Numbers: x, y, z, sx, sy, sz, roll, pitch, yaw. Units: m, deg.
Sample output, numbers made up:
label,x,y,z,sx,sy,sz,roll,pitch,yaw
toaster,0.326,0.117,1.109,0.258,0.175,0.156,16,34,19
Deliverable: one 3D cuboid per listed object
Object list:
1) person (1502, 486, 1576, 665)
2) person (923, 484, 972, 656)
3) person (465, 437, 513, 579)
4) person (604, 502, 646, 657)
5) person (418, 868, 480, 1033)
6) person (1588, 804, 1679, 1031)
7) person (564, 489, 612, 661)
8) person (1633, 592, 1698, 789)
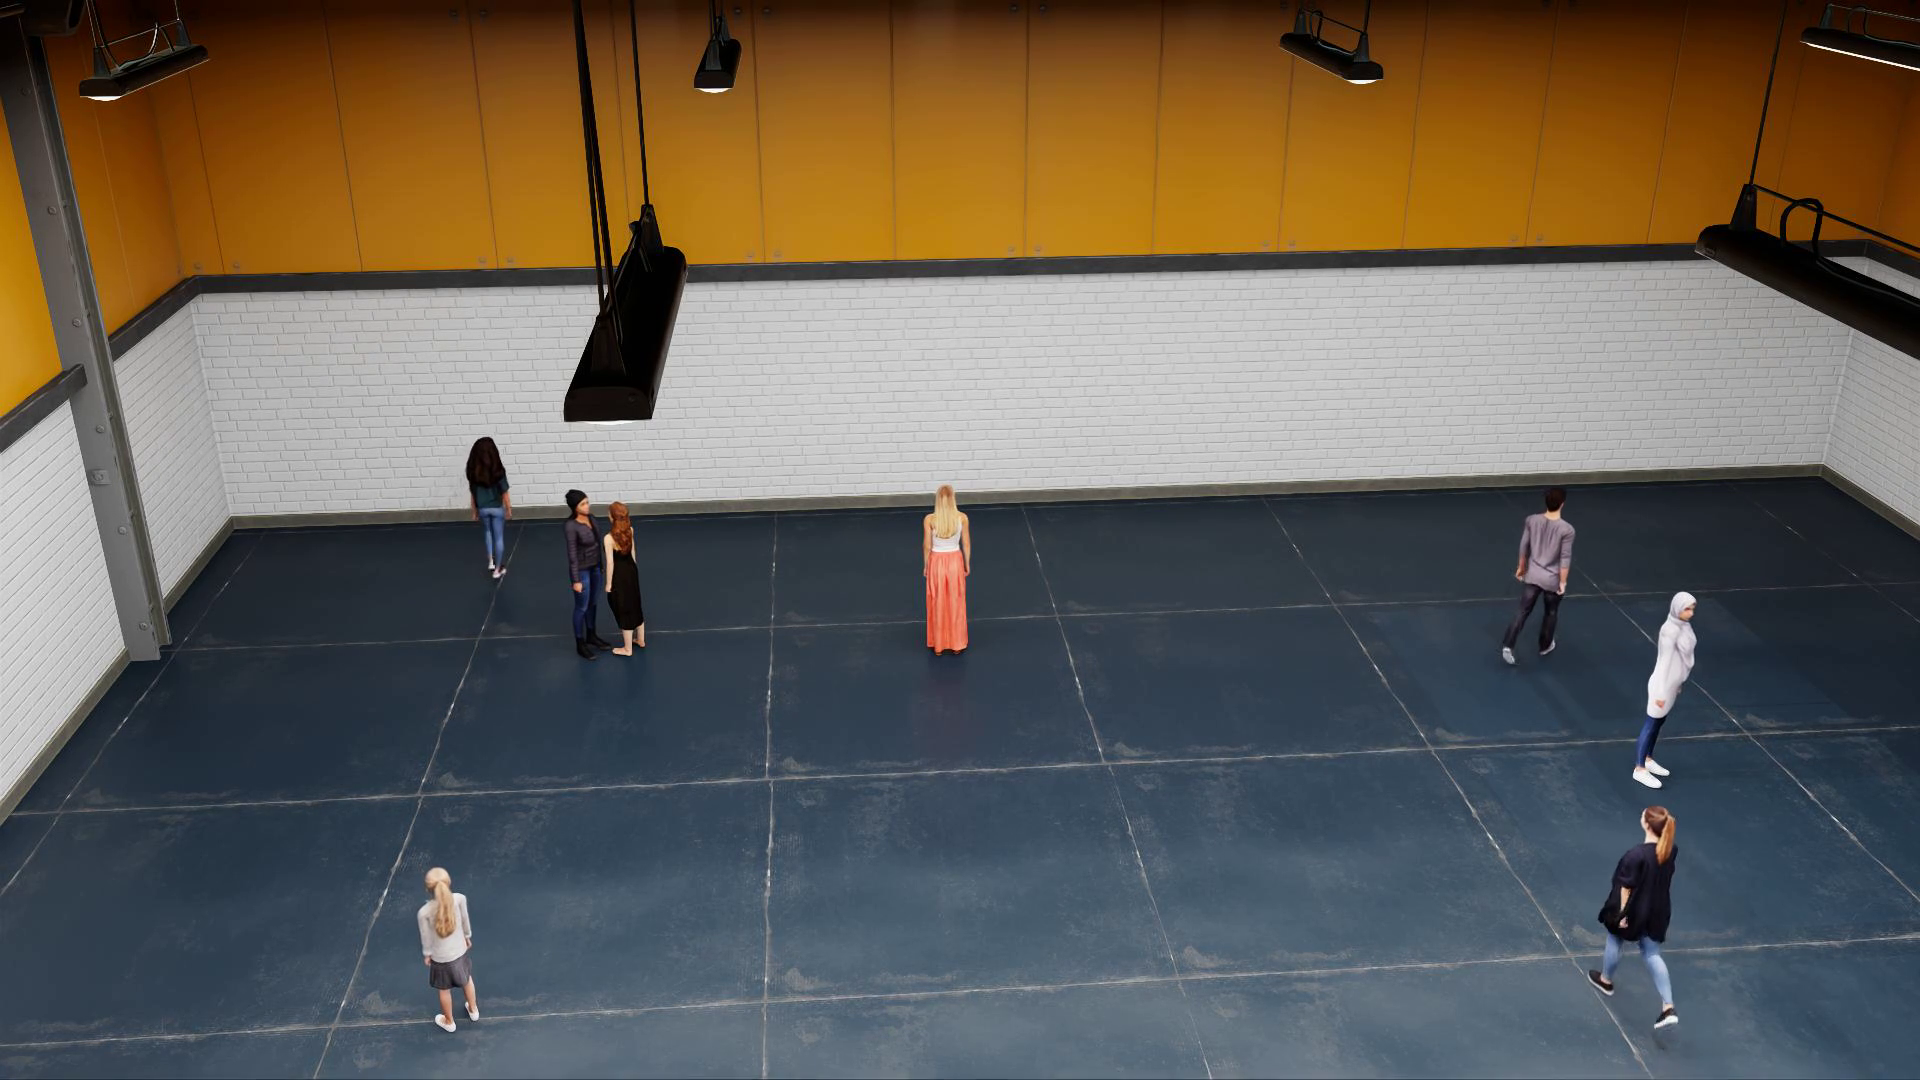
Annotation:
label,x,y,z,sx,sy,sz,roll,pitch,yaw
person,5.672,0.375,16.275,1.134,1.825,1.172,20,31,38
person,-0.137,0.294,16.488,0.623,1.803,0.568,-1,24,-3
person,-5.147,-0.320,18.139,0.637,1.605,0.667,2,24,4
person,-3.341,0.378,16.519,0.730,1.624,0.656,14,27,28
person,-3.518,2.794,11.424,0.600,1.277,0.647,-18,30,-36
person,4.735,2.591,11.414,0.739,1.657,1.112,-7,24,-15
person,-3.722,0.318,16.504,0.770,1.746,0.656,10,26,22
person,6.062,1.258,14.316,0.737,1.776,0.683,19,30,37
